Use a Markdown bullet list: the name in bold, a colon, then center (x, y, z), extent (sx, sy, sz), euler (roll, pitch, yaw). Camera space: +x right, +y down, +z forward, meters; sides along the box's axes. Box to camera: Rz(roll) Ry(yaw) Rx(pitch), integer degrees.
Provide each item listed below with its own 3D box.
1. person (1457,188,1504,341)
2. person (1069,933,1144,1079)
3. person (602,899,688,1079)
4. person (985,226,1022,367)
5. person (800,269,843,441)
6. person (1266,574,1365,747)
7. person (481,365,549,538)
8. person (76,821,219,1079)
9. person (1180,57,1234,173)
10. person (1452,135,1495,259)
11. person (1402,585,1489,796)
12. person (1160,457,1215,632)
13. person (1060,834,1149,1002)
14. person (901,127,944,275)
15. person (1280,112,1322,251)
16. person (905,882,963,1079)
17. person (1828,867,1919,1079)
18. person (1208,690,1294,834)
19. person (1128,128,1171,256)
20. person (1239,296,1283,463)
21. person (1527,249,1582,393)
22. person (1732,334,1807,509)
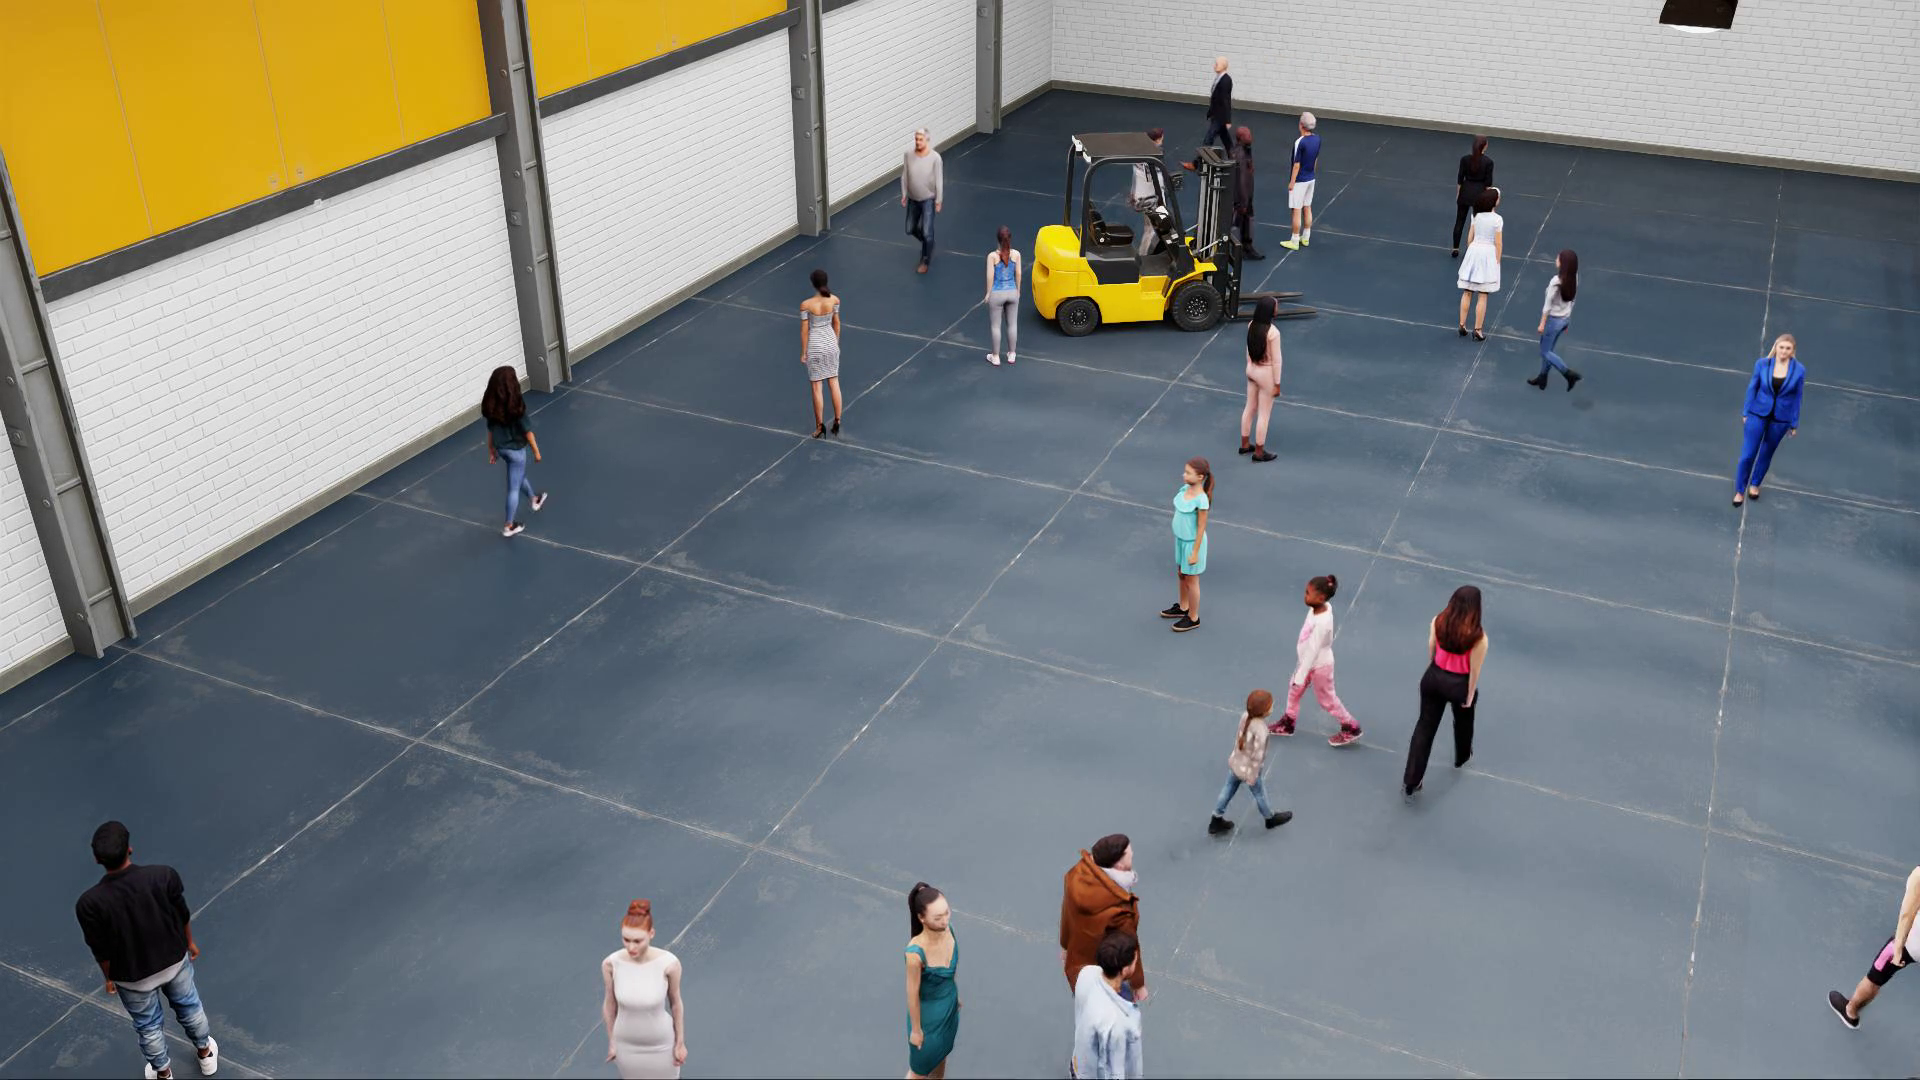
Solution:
- **person**: center (6.093, -3.221, 19.436), extent (0.849, 1.817, 0.811), euler (-24, 37, -37)
- **person**: center (0.648, 2.767, 8.484), extent (0.942, 1.794, 0.870), euler (-6, 29, -11)
- **person**: center (-1.639, 2.621, 8.754), extent (0.637, 1.790, 0.617), euler (1, 29, 1)
- **person**: center (0.490, -2.773, 18.832), extent (0.660, 1.610, 0.713), euler (-8, 30, -15)
- **person**: center (-1.402, -1.904, 17.014), extent (0.653, 1.824, 0.741), euler (-15, 32, -26)
- **person**: center (2.710, 0.905, 12.276), extent (0.860, 1.430, 0.985), euler (0, 29, 0)
- **person**: center (-4.147, -0.781, 15.203), extent (0.601, 1.587, 0.970), euler (12, 31, 20)
- **person**: center (-4.524, 2.327, 9.269), extent (0.707, 1.814, 0.841), euler (-21, 35, -33)
- **person**: center (4.056, -6.470, 25.455), extent (1.164, 1.757, 1.244), euler (-2, 29, -4)
- **person**: center (6.768, -4.519, 21.977), extent (0.609, 1.662, 0.575), euler (15, 32, 26)
- **person**: center (3.416, 1.085, 11.747), extent (0.704, 1.621, 1.111), euler (19, 34, 30)
- **person**: center (1.908, 0.015, 13.774), extent (0.708, 1.558, 0.639), euler (-7, 29, -13)
- **person**: center (0.697, 2.413, 9.110), extent (0.987, 1.815, 0.925), euler (-12, 31, -21)
- **person**: center (-0.459, -4.442, 21.589), extent (0.727, 1.898, 0.863), euler (13, 31, 22)
- **person**: center (4.614, -4.842, 22.385), extent (0.634, 1.839, 0.773), euler (-23, 36, -36)
- **person**: center (-0.148, 2.555, 8.984), extent (0.657, 1.686, 0.474), euler (19, 34, 31)
- **person**: center (5.457, 2.355, 9.291), extent (1.008, 1.743, 1.247), euler (-2, 29, -4)
- **person**: center (1.914, 1.547, 11.378), extent (0.870, 1.163, 0.814), euler (-9, 30, -17)
- **person**: center (2.385, -4.415, 21.609), extent (1.019, 1.833, 0.962), euler (-14, 32, -24)
- **person**: center (3.006, -1.612, 16.586), extent (0.725, 1.722, 0.701), euler (-15, 32, -26)
- **person**: center (6.516, -2.329, 18.011), extent (0.917, 1.616, 0.881), euler (-22, 36, -35)
- **person**: center (7.701, -1.181, 15.835), extent (0.662, 1.684, 0.803), euler (10, 30, 17)
